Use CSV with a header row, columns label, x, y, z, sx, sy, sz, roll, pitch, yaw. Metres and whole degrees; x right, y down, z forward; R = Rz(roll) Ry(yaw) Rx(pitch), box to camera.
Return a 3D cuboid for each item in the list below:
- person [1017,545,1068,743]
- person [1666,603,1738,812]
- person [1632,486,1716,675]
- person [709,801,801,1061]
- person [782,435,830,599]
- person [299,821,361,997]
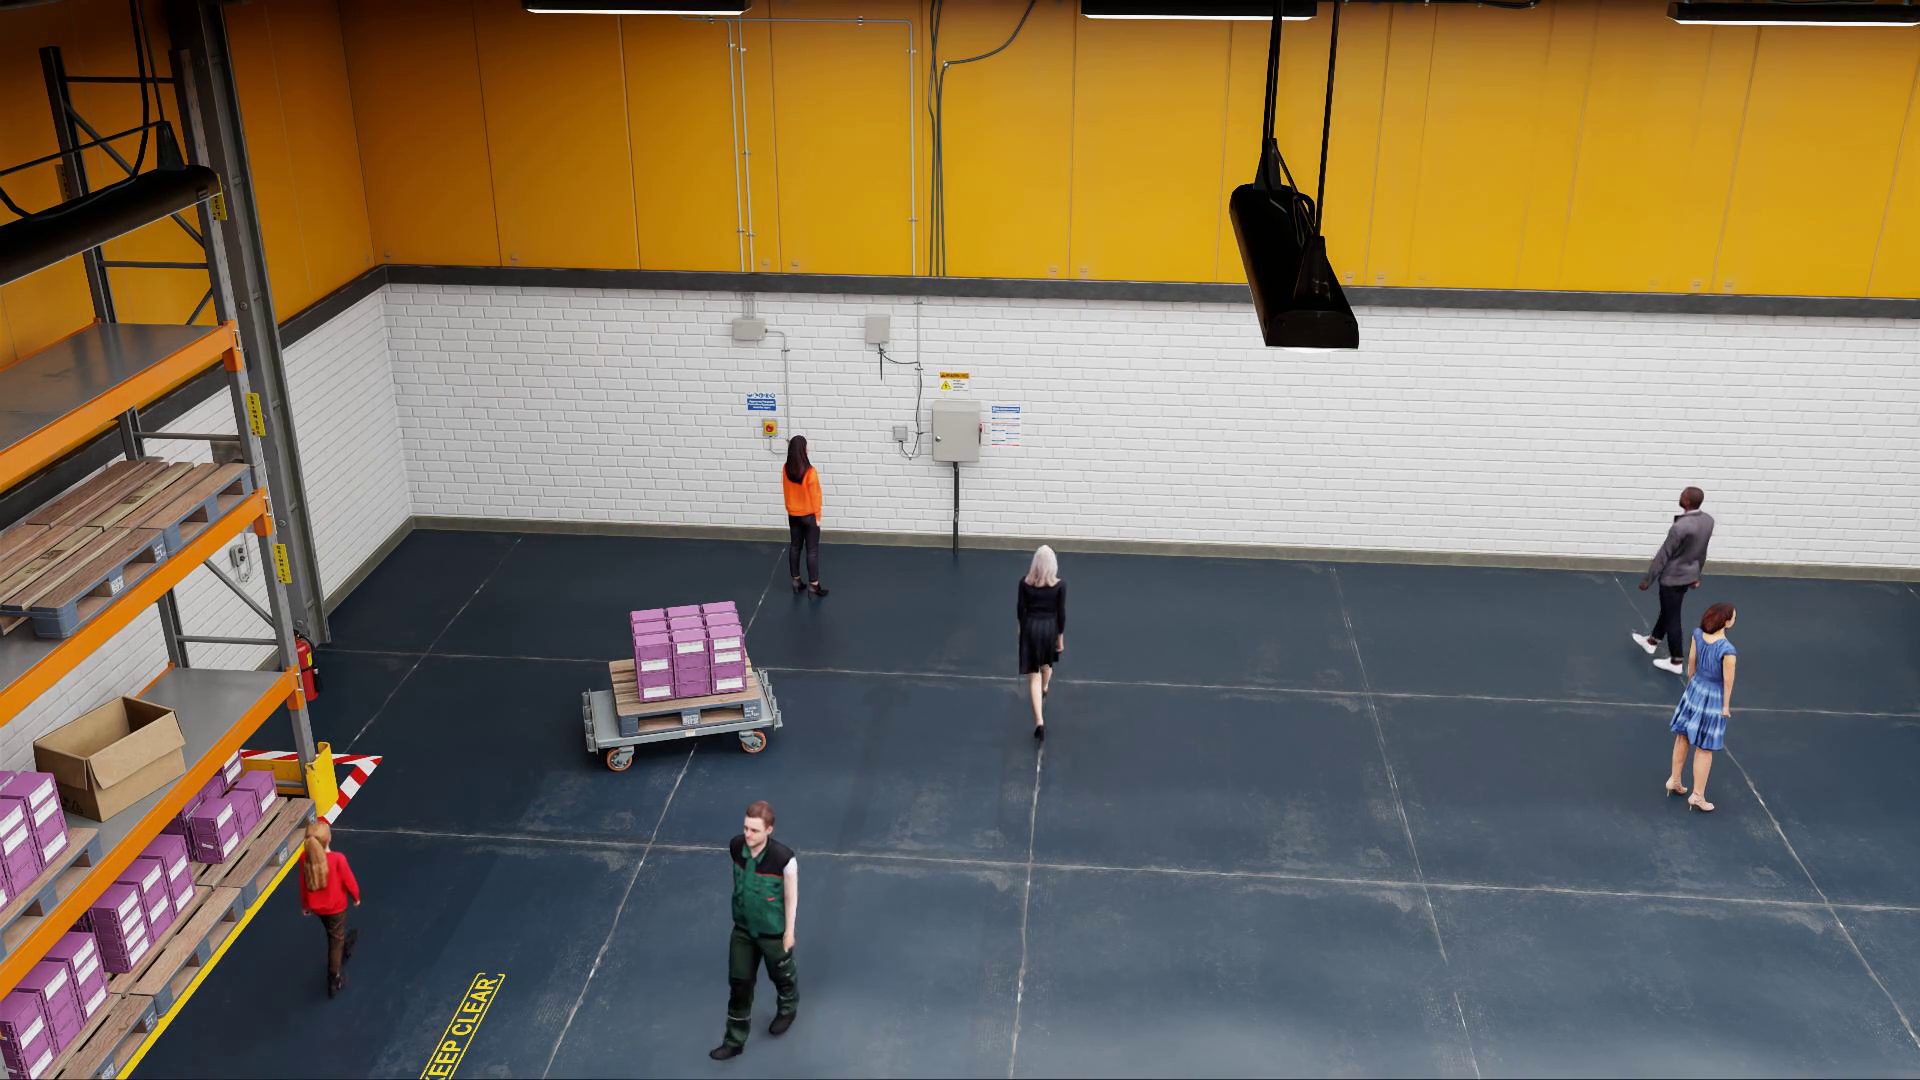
label,x,y,z,sx,sy,sz,roll,pitch,yaw
person,0.689,0.914,14.395,0.636,1.694,1.162,0,24,0
person,5.976,1.322,13.324,0.806,1.806,0.658,-8,25,-17
person,6.722,0.388,15.465,1.003,1.801,1.074,-15,28,-31
person,-1.222,2.442,10.754,0.891,1.812,1.095,11,26,24
person,-1.601,-0.248,16.986,0.708,1.749,0.731,18,29,35
person,-4.304,2.511,11.282,0.516,1.261,0.819,3,24,6
